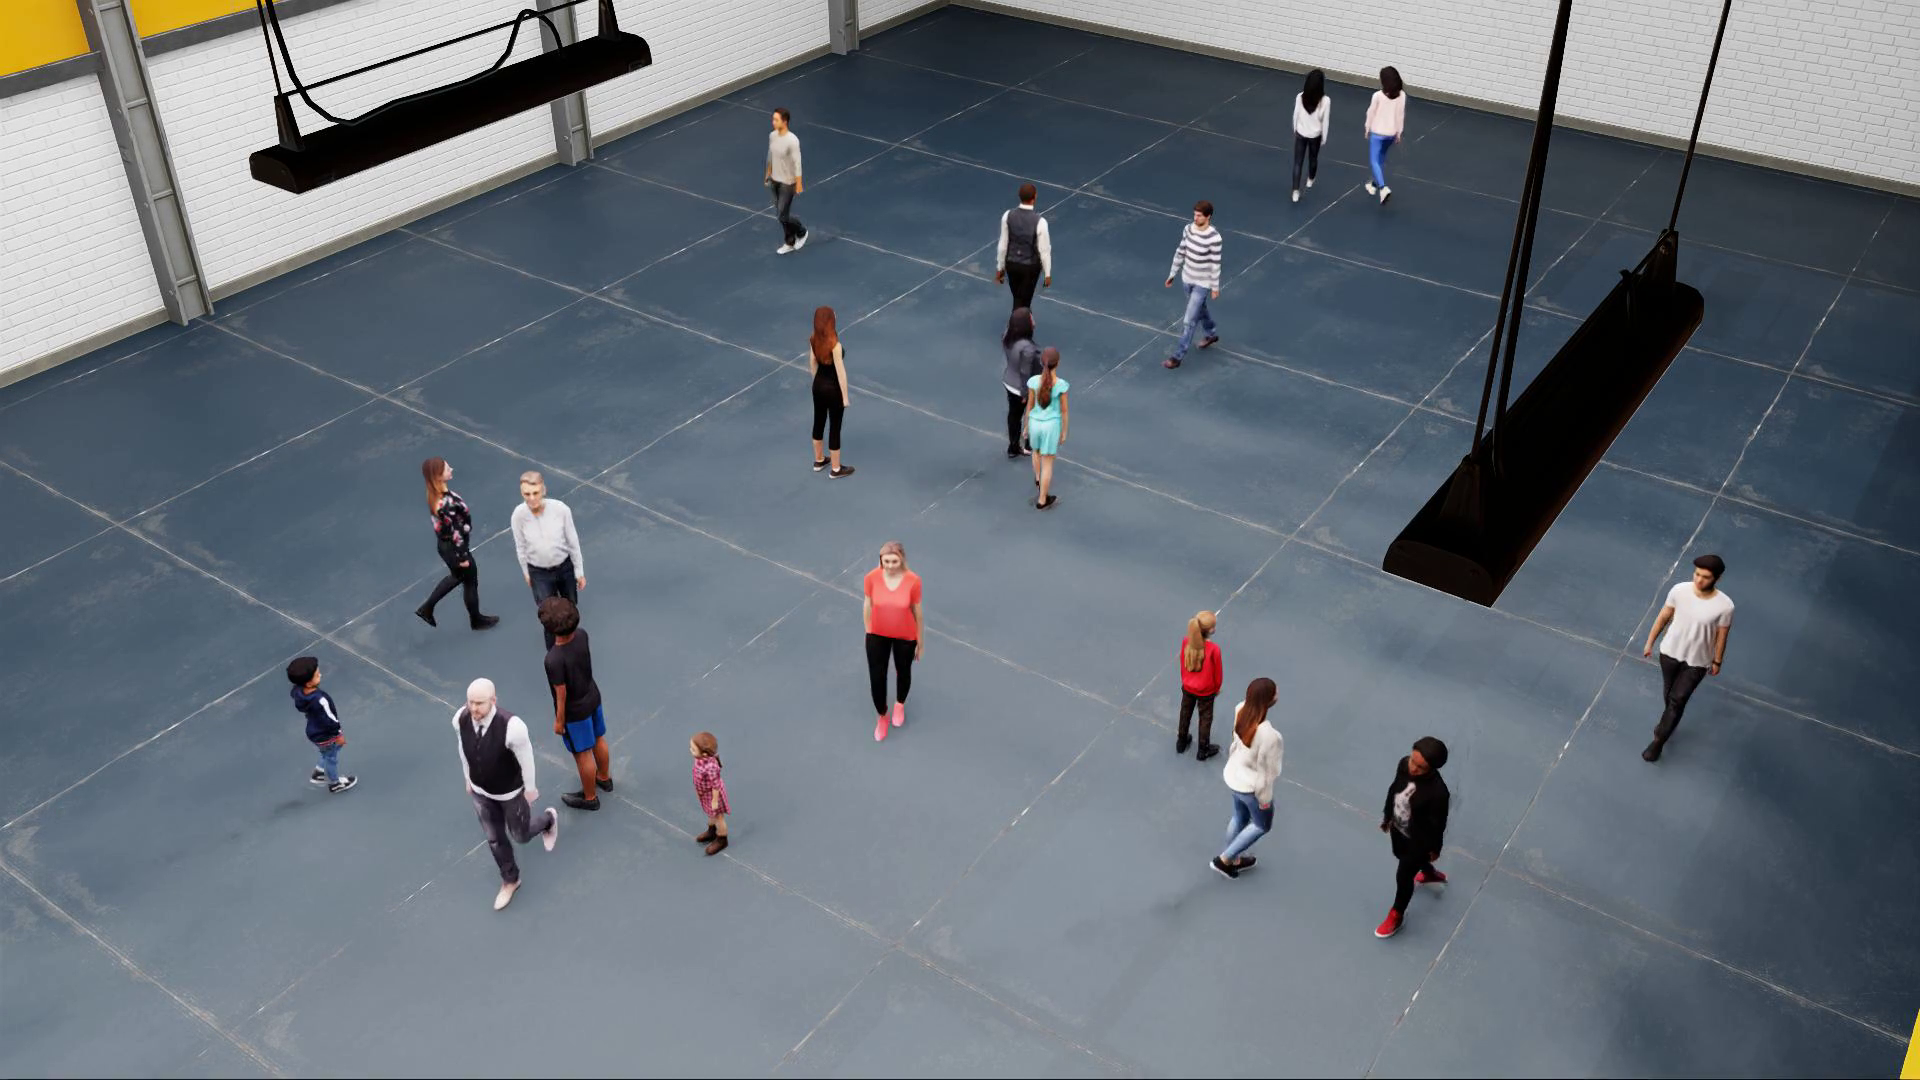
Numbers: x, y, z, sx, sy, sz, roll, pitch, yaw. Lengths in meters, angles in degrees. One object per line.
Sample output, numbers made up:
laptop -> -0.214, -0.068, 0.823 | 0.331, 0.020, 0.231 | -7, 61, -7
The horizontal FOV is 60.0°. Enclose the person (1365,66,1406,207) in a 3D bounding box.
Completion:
person -> 5.431, -5.136, 21.271 | 1.090, 1.737, 1.169 | -4, 34, -6

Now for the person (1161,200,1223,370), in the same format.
person -> 2.581, -2.749, 17.624 | 1.294, 1.798, 0.956 | -21, 39, -29

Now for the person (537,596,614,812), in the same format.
person -> -2.699, 1.152, 11.759 | 0.714, 1.794, 0.575 | 13, 36, 18

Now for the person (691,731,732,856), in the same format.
person -> -1.733, 1.735, 11.578 | 0.533, 1.023, 0.493 | -16, 37, -23

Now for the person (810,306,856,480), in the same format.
person -> -1.251, -1.407, 15.671 | 0.604, 1.725, 0.557 | 28, 42, 35

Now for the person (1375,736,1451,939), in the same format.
person -> 2.995, 1.872, 10.809 | 1.012, 1.646, 0.884 | -12, 35, -17

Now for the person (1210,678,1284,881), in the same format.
person -> 1.873, 1.643, 11.123 | 0.821, 1.681, 0.772 | -11, 35, -17

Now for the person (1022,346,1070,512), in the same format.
person -> 0.762, -1.003, 15.237 | 0.741, 1.532, 0.944 | 10, 35, 15

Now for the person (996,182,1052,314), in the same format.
person -> 0.624, -2.833, 17.663 | 0.796, 1.895, 1.004 | 17, 37, 23

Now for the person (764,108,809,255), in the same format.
person -> -2.044, -4.331, 20.003 | 0.773, 1.800, 0.747 | -26, 41, -33

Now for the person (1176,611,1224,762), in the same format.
person -> 1.776, 1.071, 12.345 | 0.492, 1.281, 0.490 | 23, 40, 30

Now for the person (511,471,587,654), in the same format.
person -> -3.230, 0.187, 13.217 | 1.190, 1.787, 1.193 | -9, 35, -13

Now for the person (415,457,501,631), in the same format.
person -> -4.175, 0.079, 13.485 | 0.964, 1.670, 0.791 | -18, 38, -25

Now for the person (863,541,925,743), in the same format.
person -> -0.494, 0.680, 12.572 | 0.788, 1.681, 0.852 | 2, 34, 3

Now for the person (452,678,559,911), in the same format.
person -> -3.010, 1.603, 11.071 | 0.876, 1.805, 1.069 | 9, 35, 13

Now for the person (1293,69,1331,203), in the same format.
person -> 4.457, -5.168, 21.395 | 0.860, 1.654, 1.175 | 9, 35, 13

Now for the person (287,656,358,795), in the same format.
person -> -4.642, 1.359, 11.972 | 0.609, 1.214, 0.588 | -23, 40, -30

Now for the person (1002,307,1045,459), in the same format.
person -> 0.538, -1.473, 15.895 | 0.784, 1.588, 0.766 | -19, 38, -26

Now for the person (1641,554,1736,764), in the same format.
person -> 5.451, 0.799, 12.376 | 0.982, 1.700, 0.788 | -27, 42, -34
